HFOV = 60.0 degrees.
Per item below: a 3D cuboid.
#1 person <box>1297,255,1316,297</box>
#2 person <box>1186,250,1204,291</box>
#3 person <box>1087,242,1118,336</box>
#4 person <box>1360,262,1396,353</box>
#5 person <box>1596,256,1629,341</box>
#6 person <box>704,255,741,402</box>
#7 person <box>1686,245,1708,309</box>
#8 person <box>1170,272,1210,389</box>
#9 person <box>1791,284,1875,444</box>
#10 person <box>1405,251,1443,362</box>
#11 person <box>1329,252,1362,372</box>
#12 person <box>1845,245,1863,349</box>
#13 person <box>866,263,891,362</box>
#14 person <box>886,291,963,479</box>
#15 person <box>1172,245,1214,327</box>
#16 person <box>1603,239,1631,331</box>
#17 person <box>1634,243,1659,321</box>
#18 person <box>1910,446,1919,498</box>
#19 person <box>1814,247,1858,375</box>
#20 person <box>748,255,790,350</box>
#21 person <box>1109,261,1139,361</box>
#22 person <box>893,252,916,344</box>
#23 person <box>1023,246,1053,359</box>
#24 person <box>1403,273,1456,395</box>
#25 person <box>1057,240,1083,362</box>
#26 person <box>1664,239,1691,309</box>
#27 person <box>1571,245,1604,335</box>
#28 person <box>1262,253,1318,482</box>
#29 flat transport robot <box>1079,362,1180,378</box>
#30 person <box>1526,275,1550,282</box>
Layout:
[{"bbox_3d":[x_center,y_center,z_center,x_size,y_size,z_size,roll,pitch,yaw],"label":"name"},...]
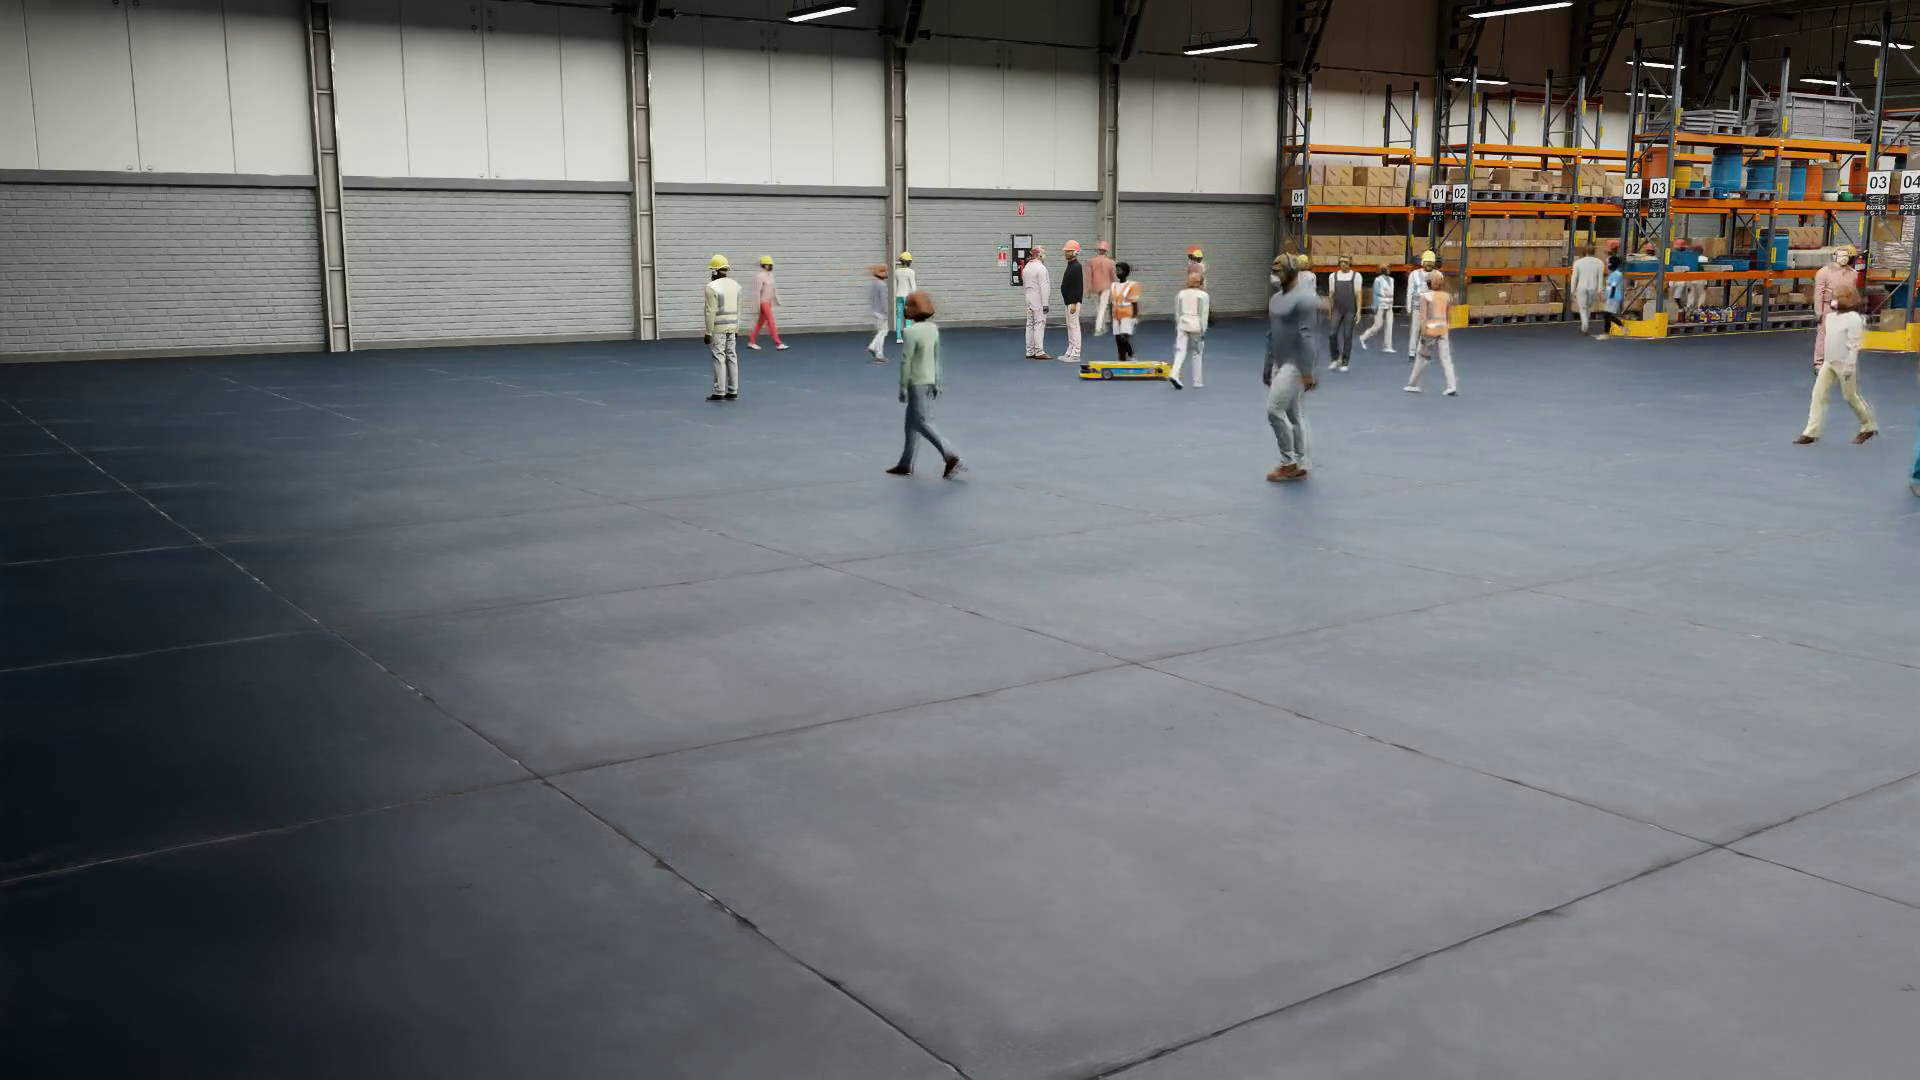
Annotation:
[{"bbox_3d":[6.066,-4.184,29.517,0.487,1.741,0.313,-1,10,-4],"label":"person"},{"bbox_3d":[5.257,-5.561,37.000,0.326,1.767,0.533,-6,12,-30],"label":"person"},{"bbox_3d":[3.029,-5.267,34.906,0.641,1.932,1.039,5,11,24],"label":"person"},{"bbox_3d":[7.515,-4.160,29.723,0.521,1.619,0.643,-8,13,-38],"label":"person"},{"bbox_3d":[12.945,-4.774,32.908,0.499,1.681,0.550,2,11,13],"label":"person"},{"bbox_3d":[-2.988,-2.637,20.785,0.404,1.832,0.600,6,12,32],"label":"person"},{"bbox_3d":[18.244,-6.359,41.108,0.754,1.857,0.619,-8,13,-39],"label":"person"},{"bbox_3d":[3.094,-2.837,22.535,0.522,1.593,0.796,6,12,30],"label":"person"},{"bbox_3d":[8.757,-1.735,16.489,0.832,1.597,0.510,-2,11,-10],"label":"person"},{"bbox_3d":[7.633,-3.830,27.367,0.651,1.819,0.403,0,10,0],"label":"person"},{"bbox_3d":[5.849,-3.463,25.325,0.518,1.833,0.453,4,11,20],"label":"person"},{"bbox_3d":[16.040,-4.359,30.029,0.602,1.890,0.879,-9,14,-42],"label":"person"},{"bbox_3d":[-1.283,-3.718,27.275,0.357,1.622,0.524,-3,11,-18],"label":"person"},{"bbox_3d":[-0.304,-1.324,14.208,0.756,1.604,0.507,5,12,27],"label":"person"},{"bbox_3d":[5.364,-5.776,37.883,1.024,1.882,0.556,-4,11,-21],"label":"person"},{"bbox_3d":[14.395,-5.574,36.426,0.701,2.008,0.626,-1,10,-6],"label":"person"},{"bbox_3d":[16.011,-5.941,38.658,0.566,1.914,0.569,9,14,40],"label":"person"},{"bbox_3d":[7.675,-1.157,12.779,0.579,1.801,0.973,1,10,6],"label":"person"},{"bbox_3d":[13.018,-3.390,24.711,0.642,1.909,0.409,-1,10,-7],"label":"person"},{"bbox_3d":[-3.525,-4.316,30.302,0.907,1.720,0.532,3,11,18],"label":"person"},{"bbox_3d":[2.441,-3.347,25.065,0.372,1.686,0.546,-9,14,-42],"label":"person"},{"bbox_3d":[-1.042,-4.654,32.051,0.523,1.760,0.328,8,13,37],"label":"person"},{"bbox_3d":[1.320,-3.996,28.035,0.407,1.908,0.641,-6,12,-28],"label":"person"},{"bbox_3d":[6.220,-2.693,21.752,0.534,1.592,0.871,-5,11,-24],"label":"person"},{"bbox_3d":[1.842,-3.939,27.473,0.375,1.997,0.608,-2,10,-8],"label":"person"},{"bbox_3d":[16.230,-5.778,37.503,0.860,2.023,0.622,-7,12,-34],"label":"person"},{"bbox_3d":[13.115,-5.223,34.777,0.641,1.918,0.867,1,10,4],"label":"person"},{"bbox_3d":[2.704,-1.430,13.916,0.596,1.917,0.656,-2,11,-13],"label":"person"},{"bbox_3d":[2.461,-2.485,24.233,1.431,0.197,0.652,1,10,4],"label":"flat transport robot"},{"bbox_3d":[15.449,-6.957,44.302,0.954,1.891,0.569,-5,11,-25],"label":"person"}]
